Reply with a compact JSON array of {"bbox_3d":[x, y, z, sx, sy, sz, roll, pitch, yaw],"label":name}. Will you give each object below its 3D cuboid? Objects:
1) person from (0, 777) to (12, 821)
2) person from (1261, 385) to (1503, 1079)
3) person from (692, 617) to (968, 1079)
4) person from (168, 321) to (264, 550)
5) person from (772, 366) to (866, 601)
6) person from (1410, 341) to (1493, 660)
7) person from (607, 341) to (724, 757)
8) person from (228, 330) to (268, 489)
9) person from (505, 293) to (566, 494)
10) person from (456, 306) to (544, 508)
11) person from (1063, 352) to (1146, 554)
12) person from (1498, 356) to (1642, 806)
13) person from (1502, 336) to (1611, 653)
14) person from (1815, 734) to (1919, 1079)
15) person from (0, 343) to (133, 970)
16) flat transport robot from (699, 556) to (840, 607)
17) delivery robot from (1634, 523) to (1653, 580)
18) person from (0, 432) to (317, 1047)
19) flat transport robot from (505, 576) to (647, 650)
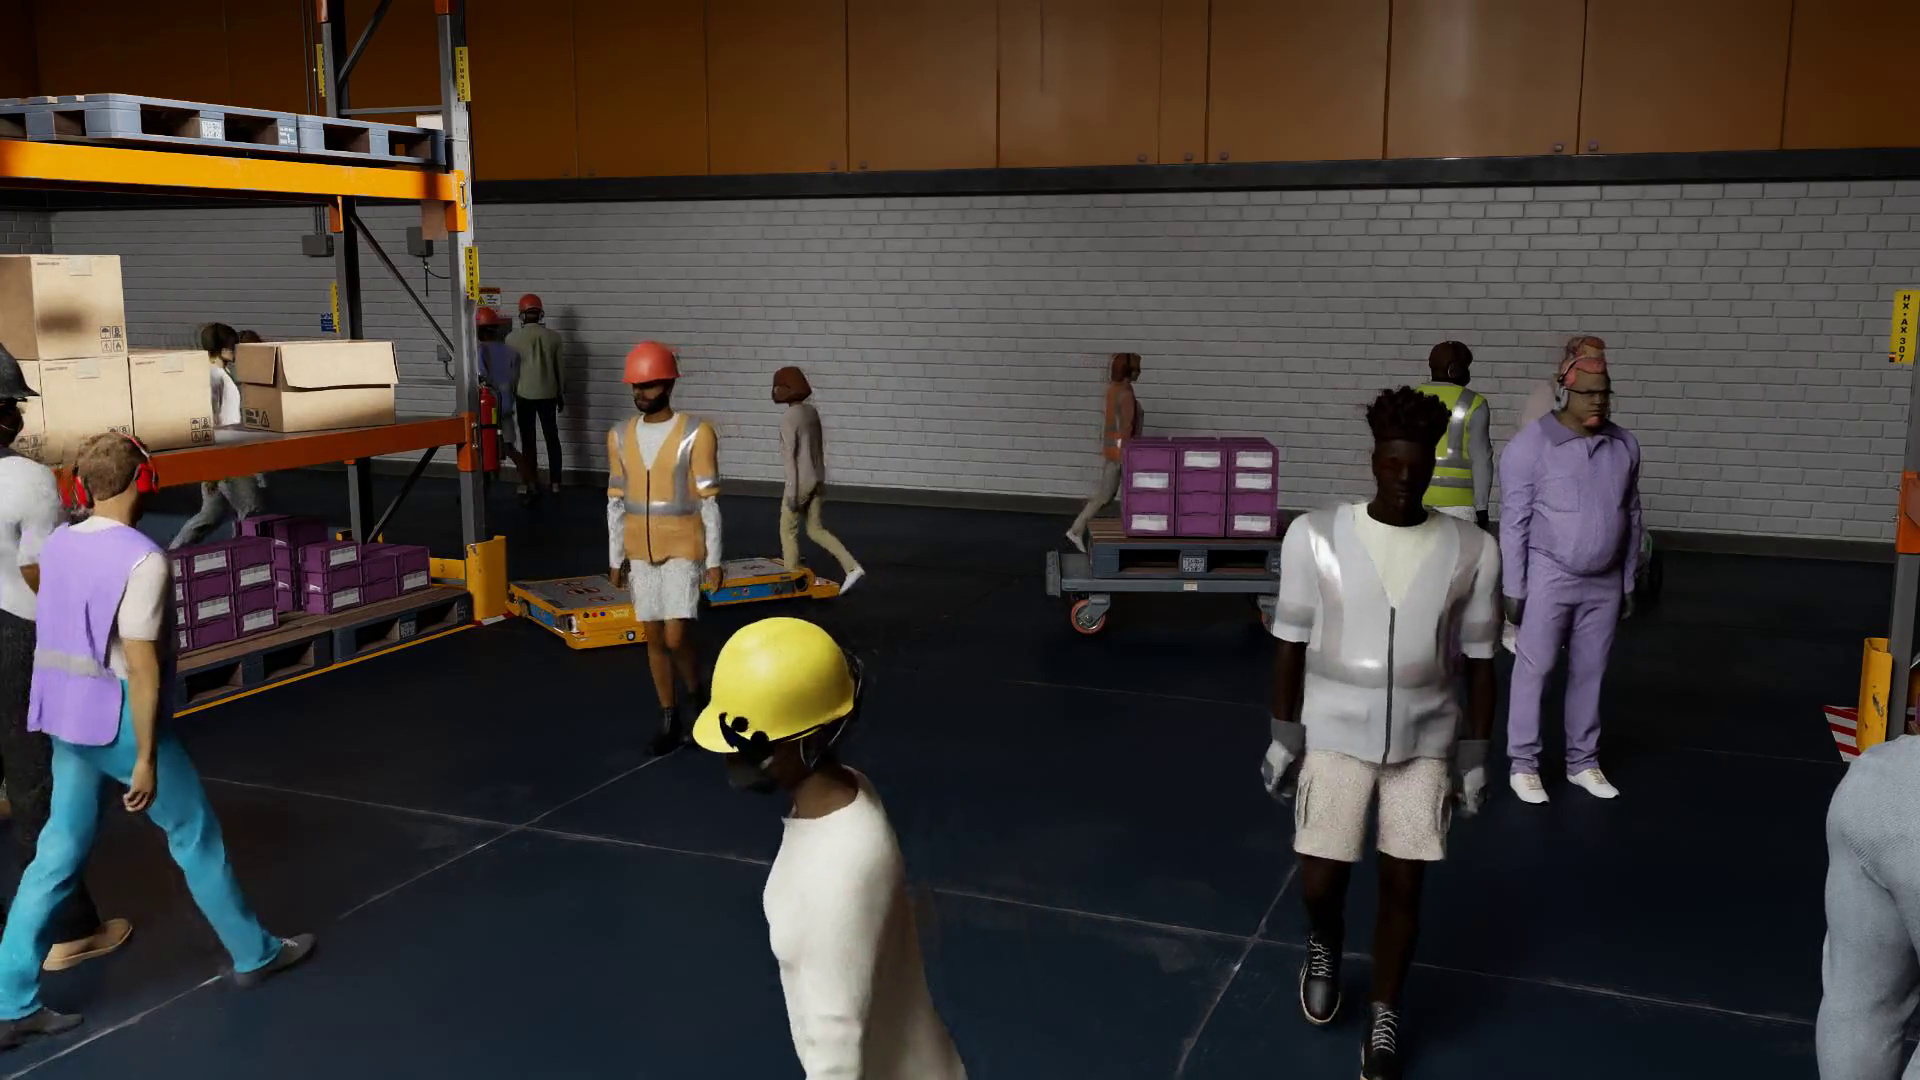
[{"bbox_3d":[-3.930,0.311,6.484,0.617,1.811,0.857,3,10,19],"label":"person"},{"bbox_3d":[1.166,0.539,4.633,0.647,1.952,0.481,1,9,7],"label":"person"},{"bbox_3d":[-0.190,0.960,2.787,0.854,1.718,0.545,-2,10,-12],"label":"person"},{"bbox_3d":[-5.082,-0.537,11.338,0.944,1.905,0.629,-4,10,-24],"label":"person"},{"bbox_3d":[-0.984,-0.369,11.204,0.643,1.601,0.531,4,10,22],"label":"person"},{"bbox_3d":[2.792,-0.229,9.639,0.429,1.839,0.630,-9,13,-43],"label":"person"},{"bbox_3d":[-1.372,0.055,7.642,0.565,1.926,0.427,3,10,18],"label":"person"},{"bbox_3d":[-7.256,-1.335,17.004,0.615,1.617,0.541,8,12,38],"label":"person"},{"bbox_3d":[-4.236,-1.450,16.567,0.623,1.992,0.396,-7,12,-37],"label":"person"},{"bbox_3d":[-4.335,-1.239,15.599,0.966,1.900,0.558,5,10,26],"label":"person"},{"bbox_3d":[1.223,-0.665,12.958,0.794,1.610,0.510,-2,10,-14],"label":"person"},{"bbox_3d":[2.590,0.174,7.031,0.633,1.899,0.401,-2,10,-11],"label":"person"},{"bbox_3d":[3.507,-0.231,9.621,0.671,1.886,0.542,-5,11,-28],"label":"person"},{"bbox_3d":[1.516,0.932,2.306,0.632,1.940,0.372,8,12,40],"label":"person"},{"bbox_3d":[-3.092,0.368,5.409,0.680,2.000,0.536,2,10,15],"label":"person"},{"bbox_3d":[-1.589,0.298,11.185,1.431,0.197,0.652,-6,11,-31],"label":"flat transport robot"},{"bbox_3d":[4.683,0.018,11.743,0.477,0.478,0.707,3,10,18],"label":"delivery robot"},{"bbox_3d":[-2.517,0.572,4.980,0.560,1.784,0.975,6,11,30],"label":"person"},{"bbox_3d":[-2.320,0.425,10.415,0.652,0.197,1.431,-6,11,-31],"label":"flat transport robot"}]
